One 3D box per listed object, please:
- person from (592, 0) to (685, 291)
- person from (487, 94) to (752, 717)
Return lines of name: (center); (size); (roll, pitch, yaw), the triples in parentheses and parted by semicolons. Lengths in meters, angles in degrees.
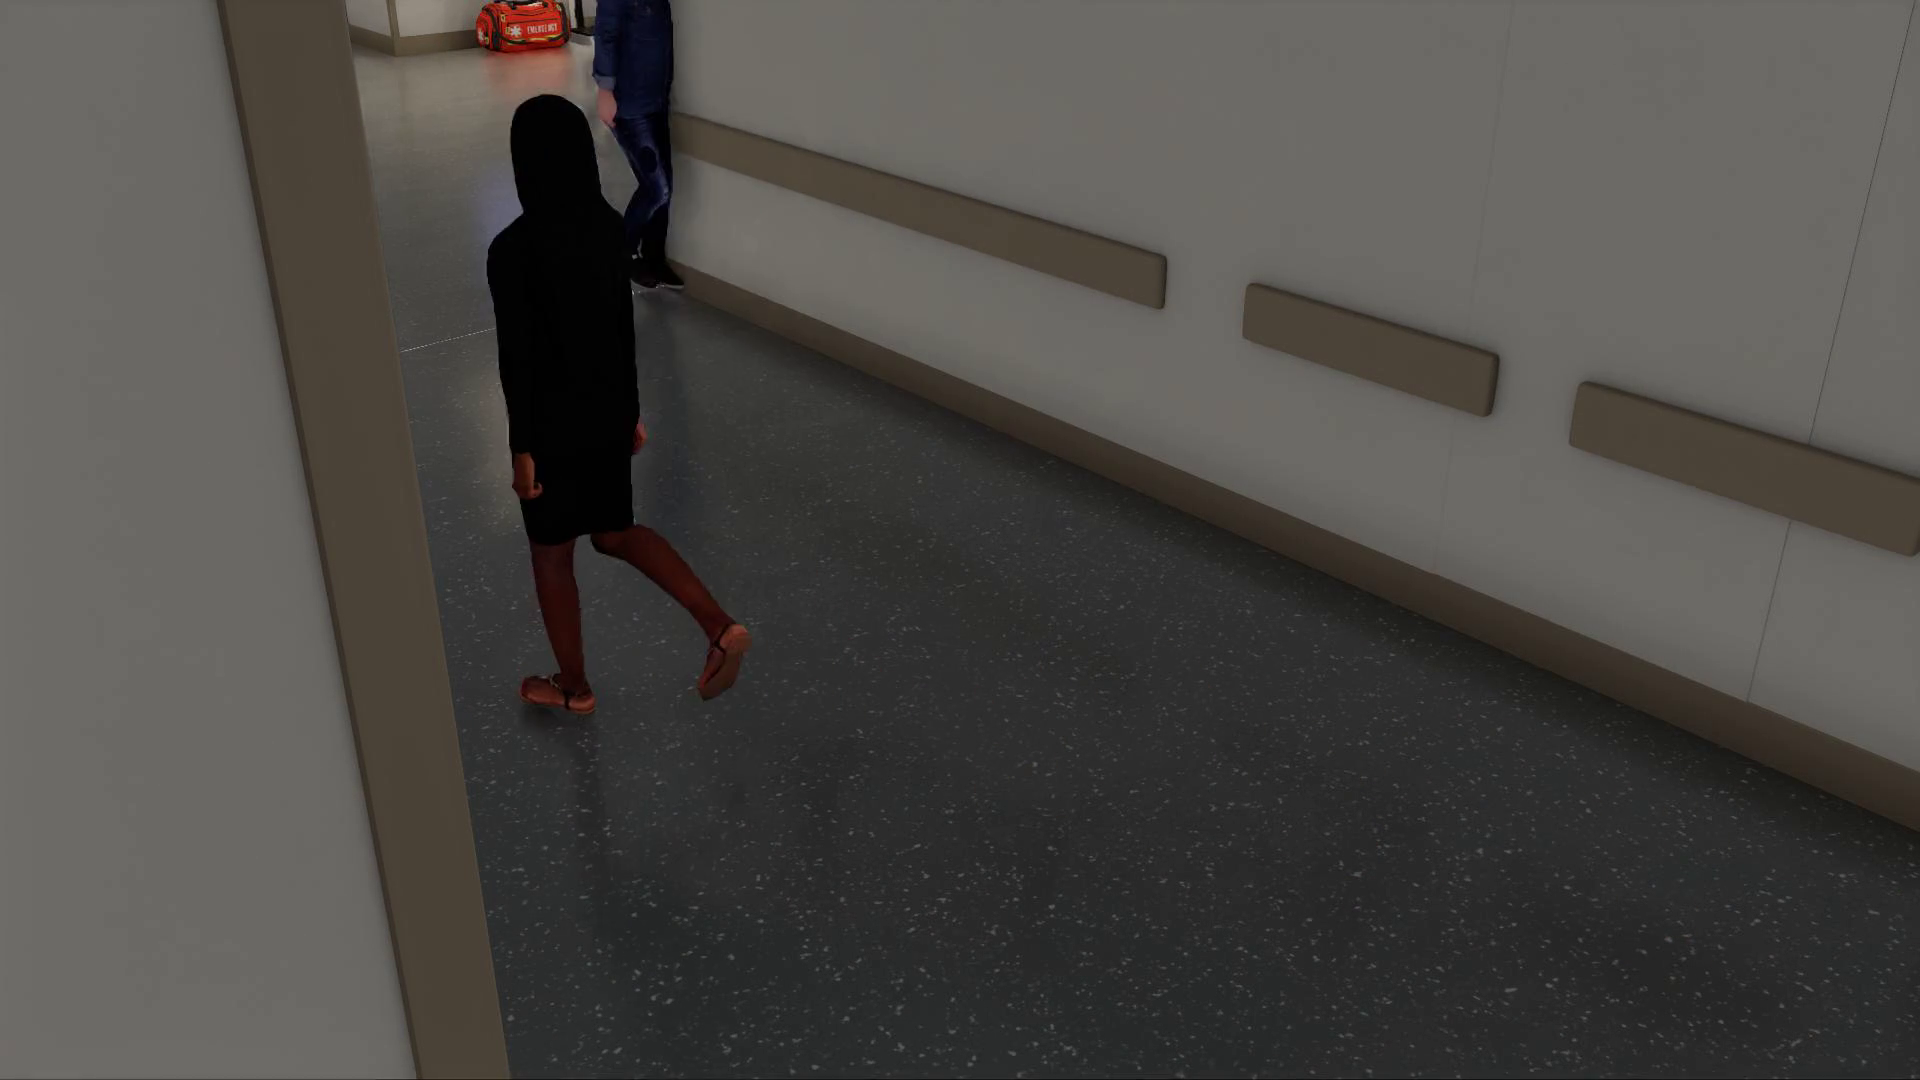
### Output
person: (-1.566, -2.049, 7.893); (0.924, 1.804, 0.774); (11, 28, 21)
person: (-0.914, -0.261, 4.304); (0.918, 1.701, 1.003); (12, 28, 23)
